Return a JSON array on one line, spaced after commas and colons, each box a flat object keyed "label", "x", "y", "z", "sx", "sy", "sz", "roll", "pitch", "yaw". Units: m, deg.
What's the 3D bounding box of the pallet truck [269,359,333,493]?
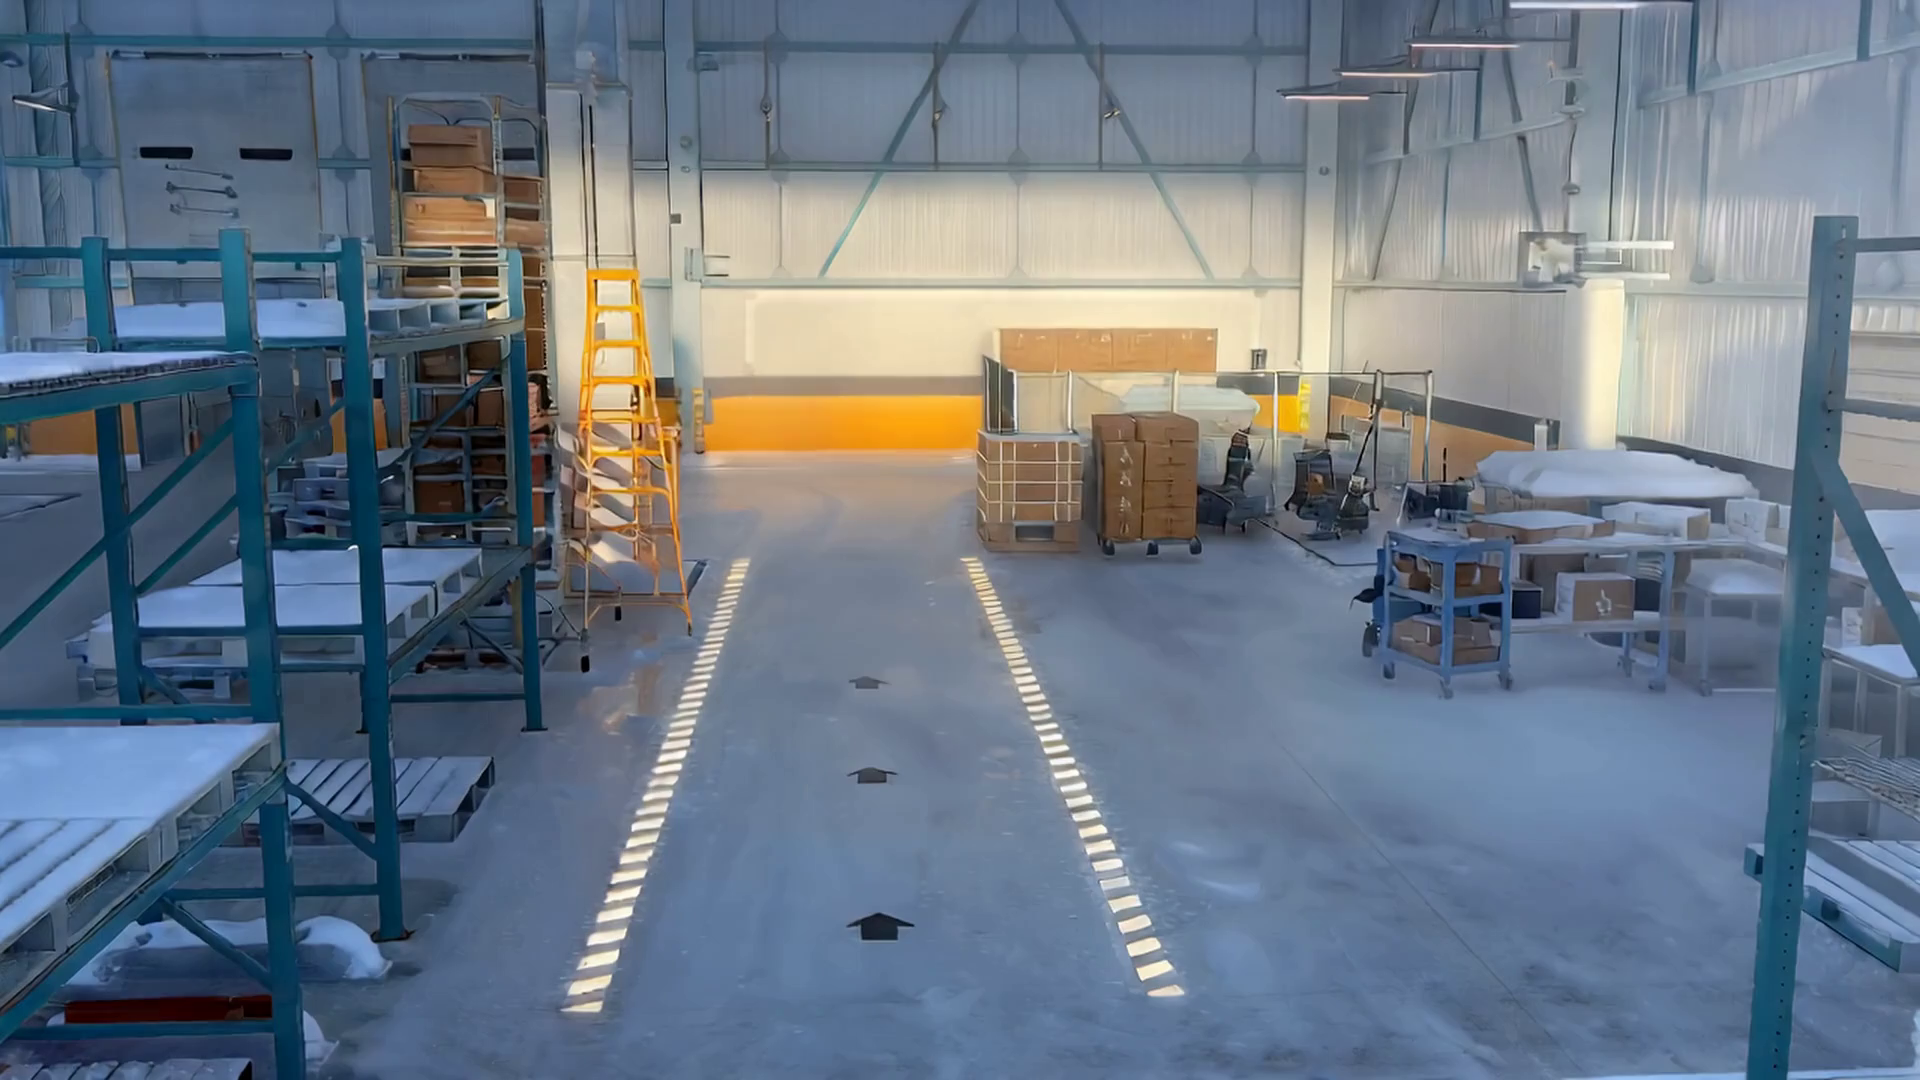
[{"label": "pallet truck", "x": -7.062, "y": -1.131, "z": 18.996, "sx": 1.885, "sy": 1.965, "sz": 0.823, "roll": 2, "pitch": 9, "yaw": 13}]
